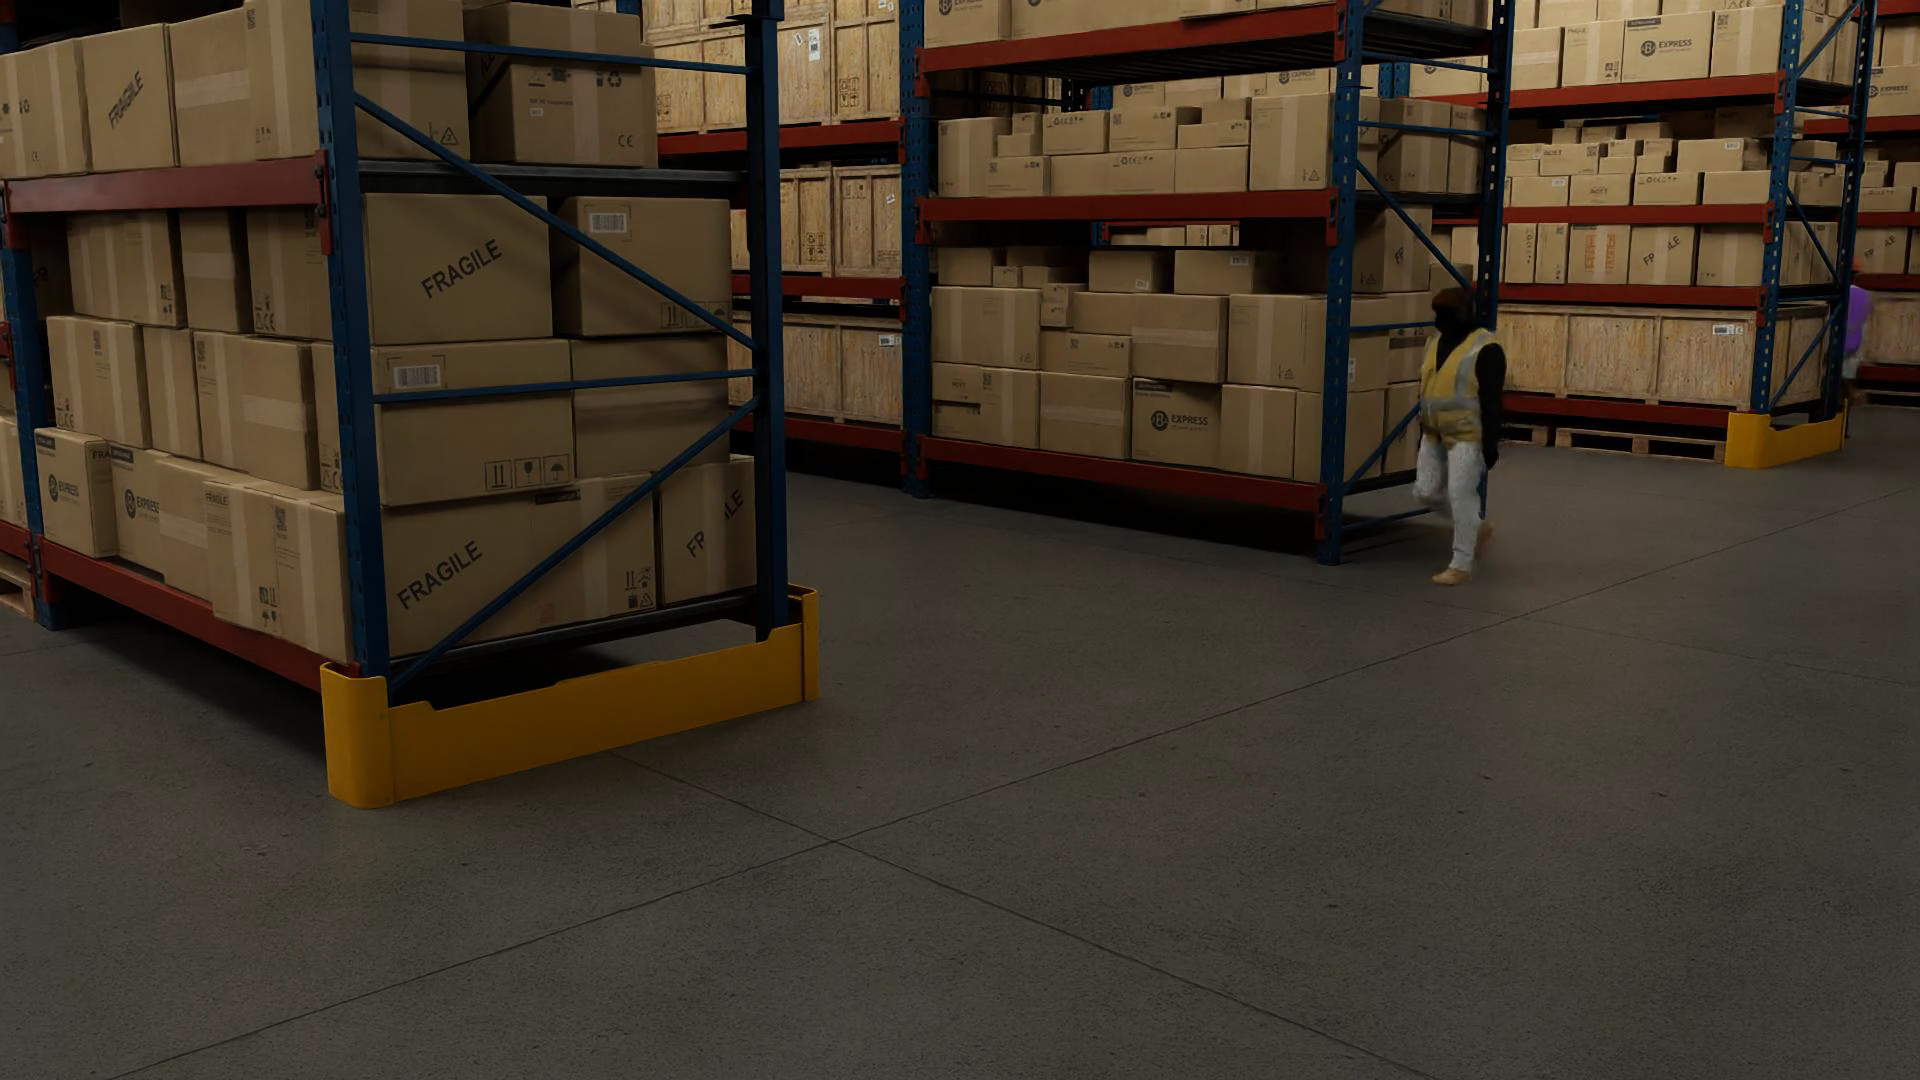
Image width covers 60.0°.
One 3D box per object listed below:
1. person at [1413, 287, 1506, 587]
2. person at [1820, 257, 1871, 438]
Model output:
[{"bbox_3d":[3.082,-0.636,10.196,0.543,1.820,0.678,-5,12,-27],"label":"person"},{"bbox_3d":[9.285,-2.051,17.640,0.570,1.921,0.575,-3,11,-14],"label":"person"}]
